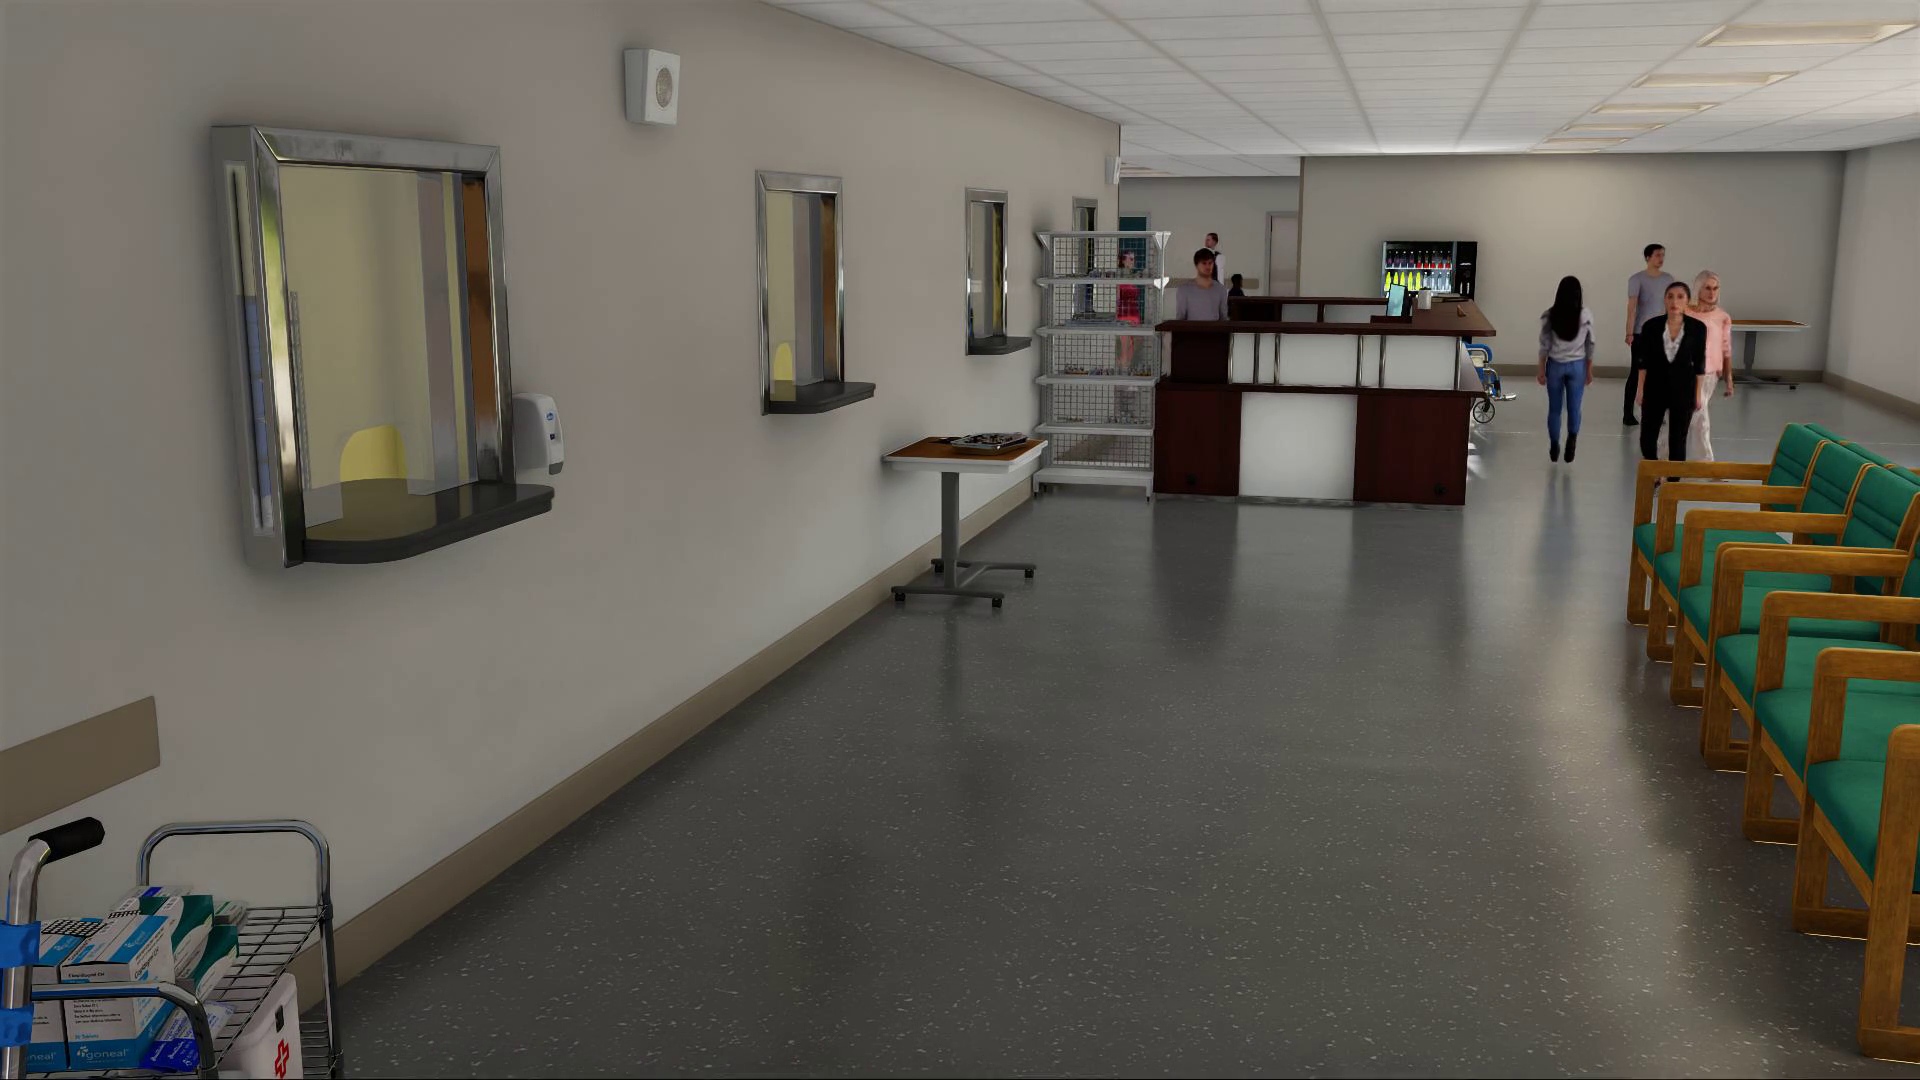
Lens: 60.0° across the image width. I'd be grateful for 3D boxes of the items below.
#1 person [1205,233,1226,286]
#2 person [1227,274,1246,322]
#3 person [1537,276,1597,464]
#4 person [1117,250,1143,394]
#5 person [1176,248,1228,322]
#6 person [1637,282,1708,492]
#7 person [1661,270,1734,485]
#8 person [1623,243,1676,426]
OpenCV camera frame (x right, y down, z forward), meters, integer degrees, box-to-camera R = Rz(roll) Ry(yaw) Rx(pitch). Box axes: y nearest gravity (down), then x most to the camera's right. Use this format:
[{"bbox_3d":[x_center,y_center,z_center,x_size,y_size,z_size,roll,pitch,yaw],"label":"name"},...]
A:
[{"bbox_3d":[4.047,-3.863,26.242,1.292,1.911,1.179,-5,12,-25],"label":"person"},{"bbox_3d":[4.452,-3.713,27.209,0.864,1.255,0.788,-5,12,-26],"label":"person"},{"bbox_3d":[5.196,-1.427,14.214,0.927,1.610,0.679,3,11,16],"label":"person"},{"bbox_3d":[2.029,-2.689,20.528,0.896,1.734,0.984,-7,13,-33],"label":"person"},{"bbox_3d":[2.213,-1.770,15.426,0.694,1.831,0.822,-1,11,-7],"label":"person"},{"bbox_3d":[5.192,-1.049,12.131,0.737,1.643,0.726,5,12,23],"label":"person"},{"bbox_3d":[5.733,-1.232,13.042,1.194,1.663,1.005,-2,11,-10],"label":"person"},{"bbox_3d":[7.149,-2.132,17.247,0.649,1.863,0.808,-2,11,-11],"label":"person"}]
